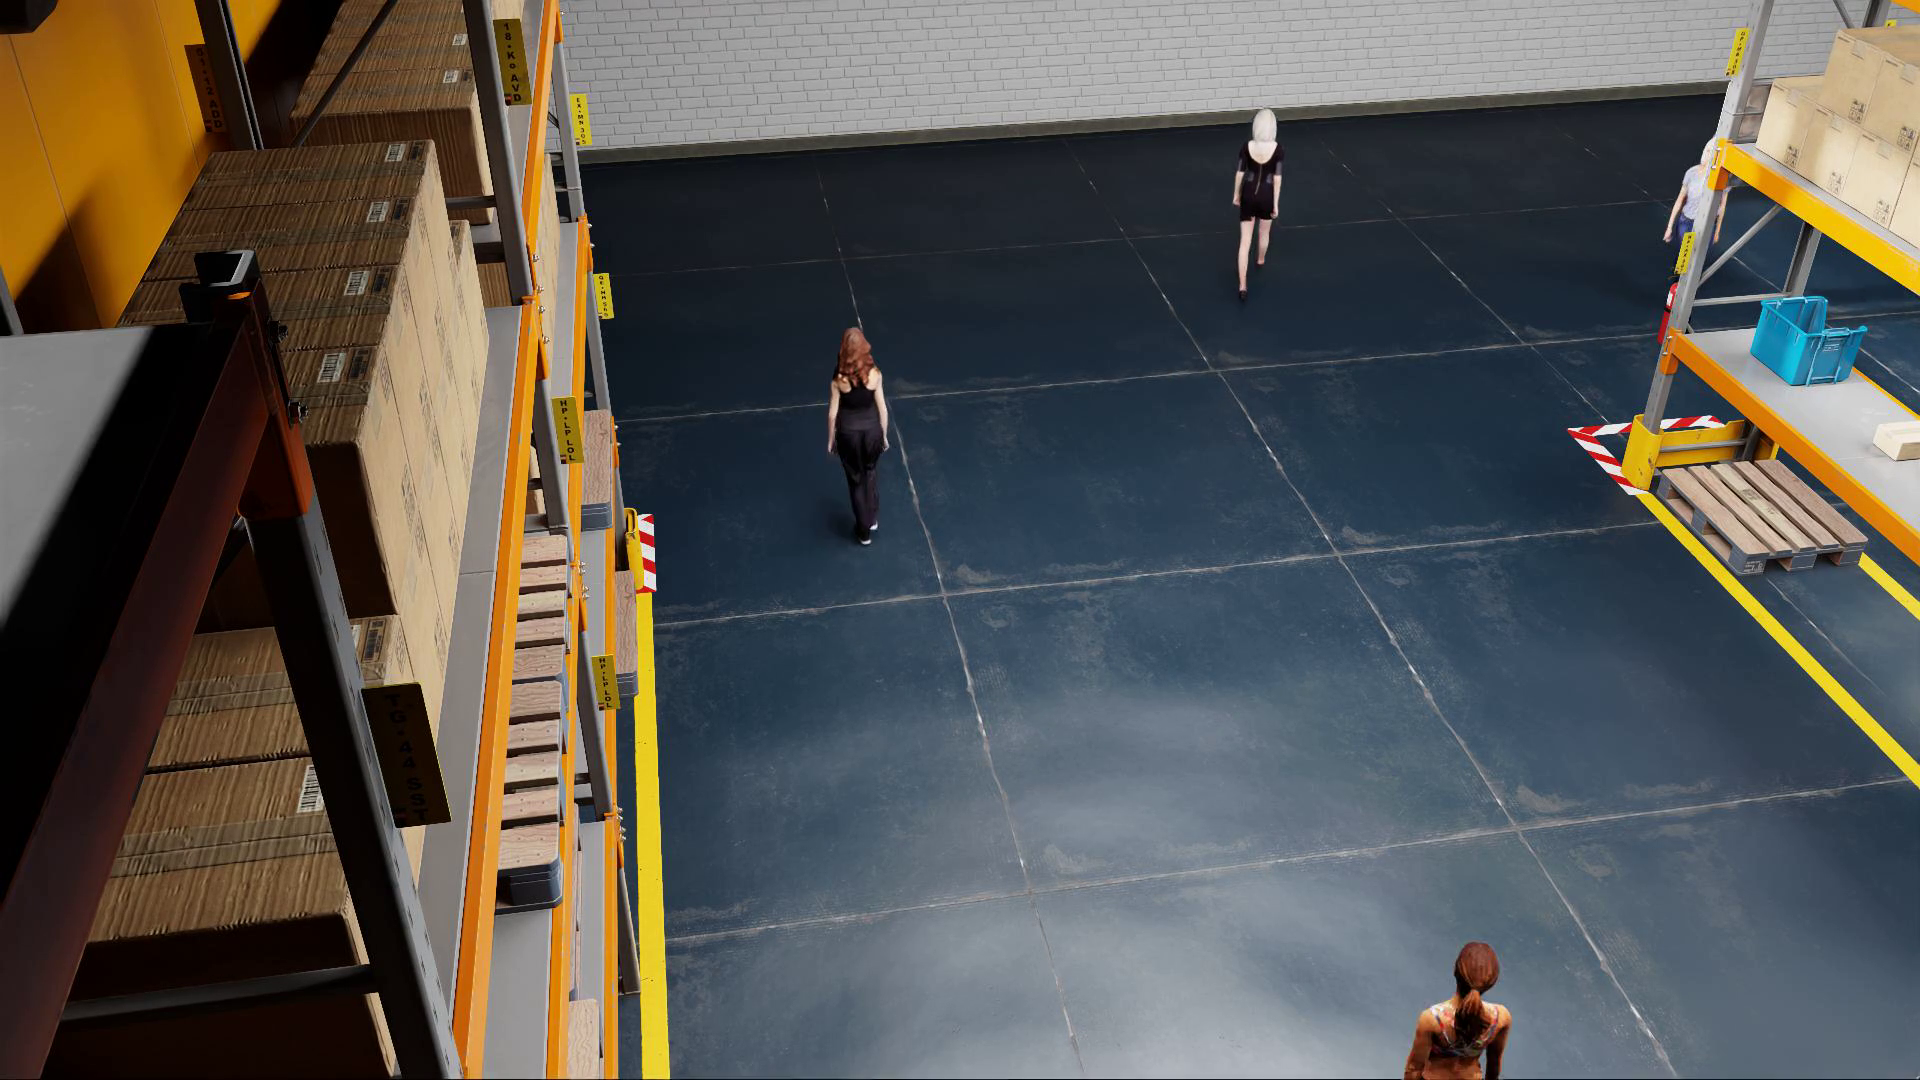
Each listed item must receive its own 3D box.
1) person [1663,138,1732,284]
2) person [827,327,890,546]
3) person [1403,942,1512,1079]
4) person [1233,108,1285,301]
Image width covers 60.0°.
[{"bbox_3d":[6.906,-2.954,15.560,0.911,1.702,0.972,21,39,28],"label":"person"},{"bbox_3d":[-0.712,-0.709,12.148,0.649,1.741,0.665,-10,35,-15],"label":"person"},{"bbox_3d":[2.147,2.530,7.259,0.713,1.759,1.131,-1,34,-2],"label":"person"},{"bbox_3d":[2.801,-3.140,15.765,0.910,1.785,1.227,8,34,11],"label":"person"}]
